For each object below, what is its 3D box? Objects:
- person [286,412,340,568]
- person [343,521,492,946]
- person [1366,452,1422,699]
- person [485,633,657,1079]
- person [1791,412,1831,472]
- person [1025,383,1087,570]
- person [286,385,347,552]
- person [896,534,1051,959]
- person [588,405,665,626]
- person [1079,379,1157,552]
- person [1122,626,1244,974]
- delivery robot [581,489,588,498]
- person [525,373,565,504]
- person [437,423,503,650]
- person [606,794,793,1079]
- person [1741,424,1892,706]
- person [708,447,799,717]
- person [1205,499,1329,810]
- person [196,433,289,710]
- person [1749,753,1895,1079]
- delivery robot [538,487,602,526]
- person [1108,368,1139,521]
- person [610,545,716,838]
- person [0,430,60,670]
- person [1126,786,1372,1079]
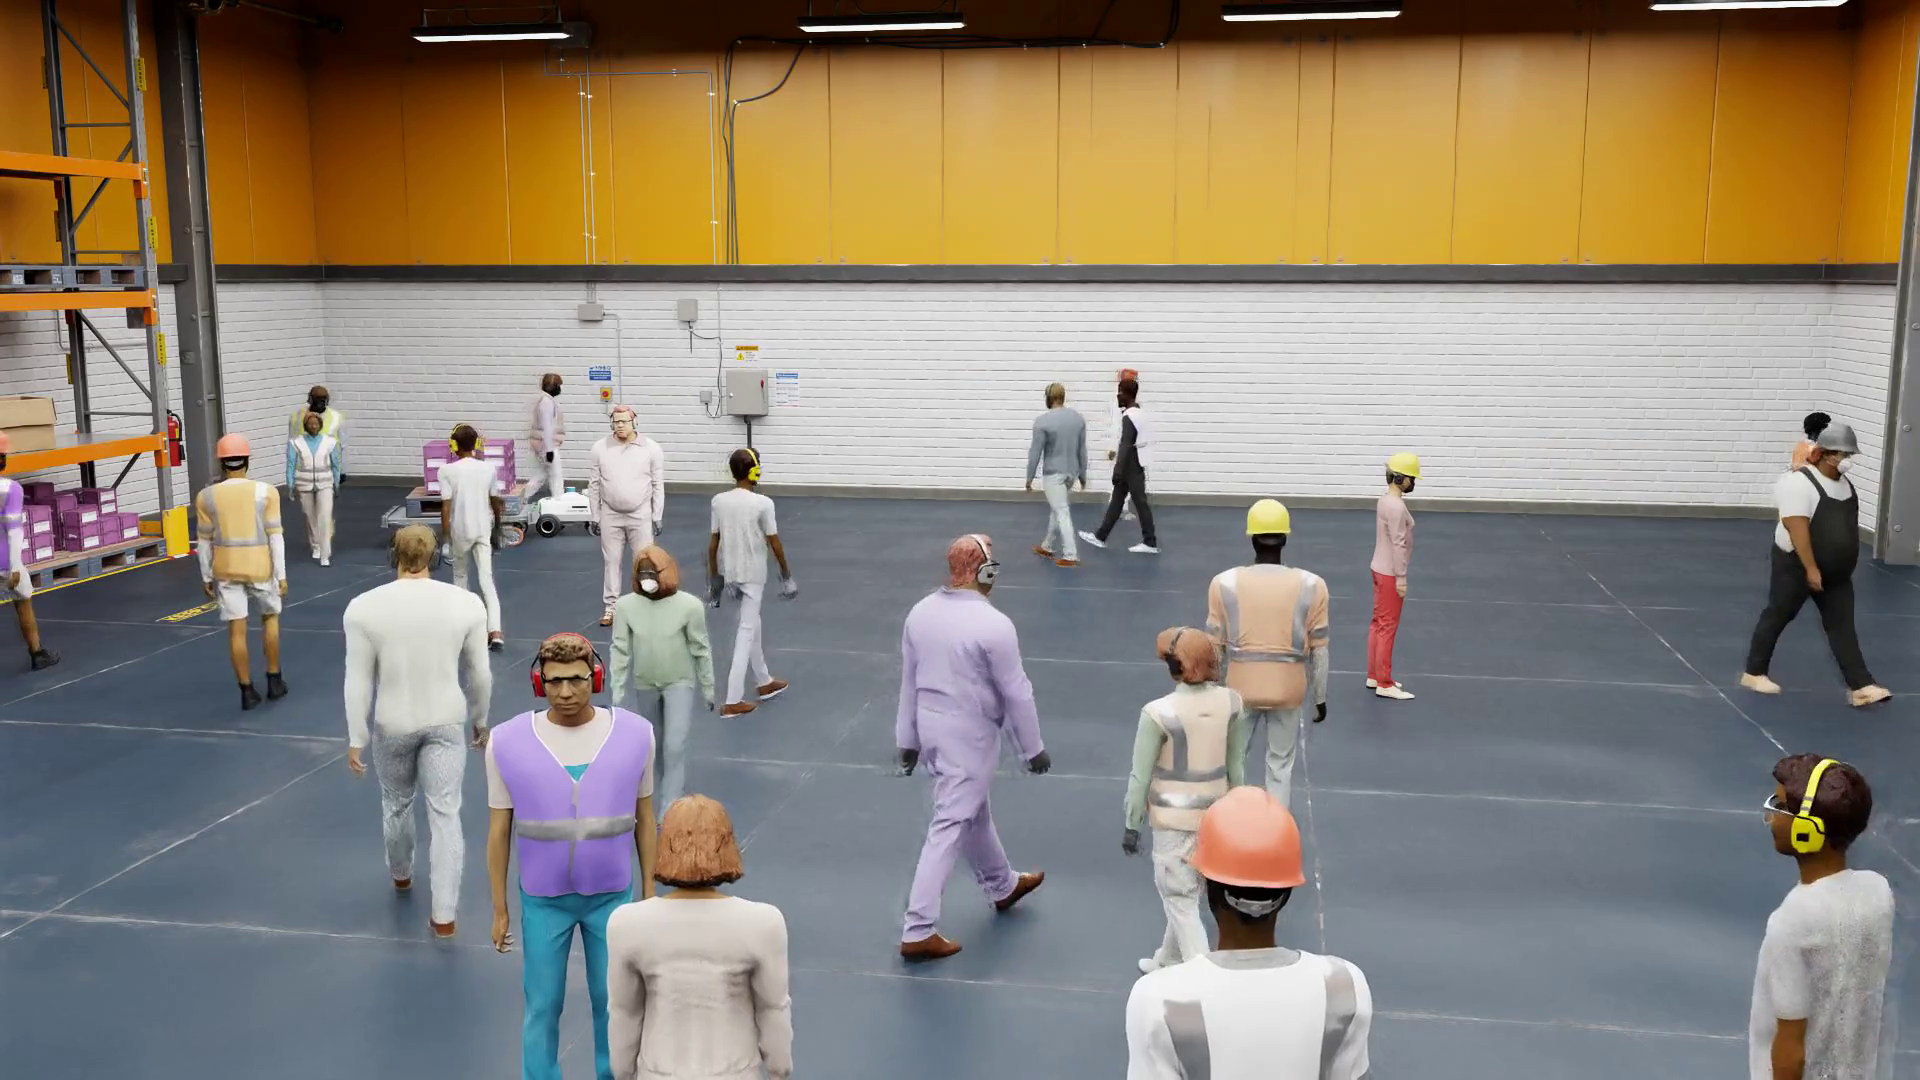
[{"bbox_3d":[-6.745,-0.548,17.363,0.521,1.593,0.867,-3,10,-19],"label":"person"},{"bbox_3d":[-2.521,0.851,7.774,0.647,1.880,1.020,-3,10,-20],"label":"person"},{"bbox_3d":[3.112,0.249,11.904,0.329,1.760,0.523,0,9,2],"label":"person"},{"bbox_3d":[-1.313,1.207,5.683,0.570,1.843,0.372,-3,10,-18],"label":"person"},{"bbox_3d":[8.211,-0.395,16.095,0.319,1.693,0.532,1,9,5],"label":"person"},{"bbox_3d":[0.945,-0.673,17.191,0.652,1.891,0.961,-7,12,-37],"label":"person"},{"bbox_3d":[-7.068,-0.811,18.341,0.629,1.811,0.823,-1,9,-5],"label":"person"},{"bbox_3d":[0.081,0.907,7.516,1.022,1.858,0.644,-7,11,-36],"label":"person"},{"bbox_3d":[-2.865,-0.208,14.276,0.648,1.907,0.409,-1,9,-5],"label":"person"},{"bbox_3d":[1.726,-0.799,18.014,0.938,1.876,0.619,2,9,13],"label":"person"},{"bbox_3d":[0.913,1.144,6.800,0.533,1.620,0.635,-6,11,-31],"label":"person"},{"bbox_3d":[-4.290,-0.479,19.844,0.477,0.478,0.707,-4,10,-24],"label":"delivery robot"},{"bbox_3d":[-5.152,-1.148,20.450,0.757,1.811,0.672,-4,10,-21],"label":"person"},{"bbox_3d":[-3.933,-0.033,13.435,0.545,1.832,0.967,-6,11,-33],"label":"person"},{"bbox_3d":[-0.712,1.500,4.563,0.506,1.627,0.283,0,9,1],"label":"person"},{"bbox_3d":[6.043,0.141,11.697,0.693,2.000,1.046,-4,10,-21],"label":"person"},{"bbox_3d":[-1.391,0.269,11.551,0.507,1.836,0.857,6,11,34],"label":"person"},{"bbox_3d":[1.529,0.743,8.329,0.613,1.921,0.442,2,9,12],"label":"person"},{"bbox_3d":[-5.012,0.201,11.676,0.578,1.920,0.653,-2,9,-13],"label":"person"},{"bbox_3d":[2.206,1.445,4.231,0.519,1.836,0.925,-6,11,-32],"label":"person"},{"bbox_3d":[-4.483,-0.372,19.182,0.707,0.478,0.477,-1,9,-4],"label":"delivery robot"},{"bbox_3d":[2.049,-1.158,20.319,0.560,1.865,0.582,3,10,16],"label":"person"},{"bbox_3d":[-1.597,0.826,8.809,0.513,1.591,0.807,2,9,10],"label":"person"},{"bbox_3d":[-7.146,0.126,12.296,0.550,1.891,1.010,0,9,0],"label":"person"},{"bbox_3d":[0.606,1.489,3.652,0.553,1.935,0.361,-2,9,-11],"label":"person"}]
